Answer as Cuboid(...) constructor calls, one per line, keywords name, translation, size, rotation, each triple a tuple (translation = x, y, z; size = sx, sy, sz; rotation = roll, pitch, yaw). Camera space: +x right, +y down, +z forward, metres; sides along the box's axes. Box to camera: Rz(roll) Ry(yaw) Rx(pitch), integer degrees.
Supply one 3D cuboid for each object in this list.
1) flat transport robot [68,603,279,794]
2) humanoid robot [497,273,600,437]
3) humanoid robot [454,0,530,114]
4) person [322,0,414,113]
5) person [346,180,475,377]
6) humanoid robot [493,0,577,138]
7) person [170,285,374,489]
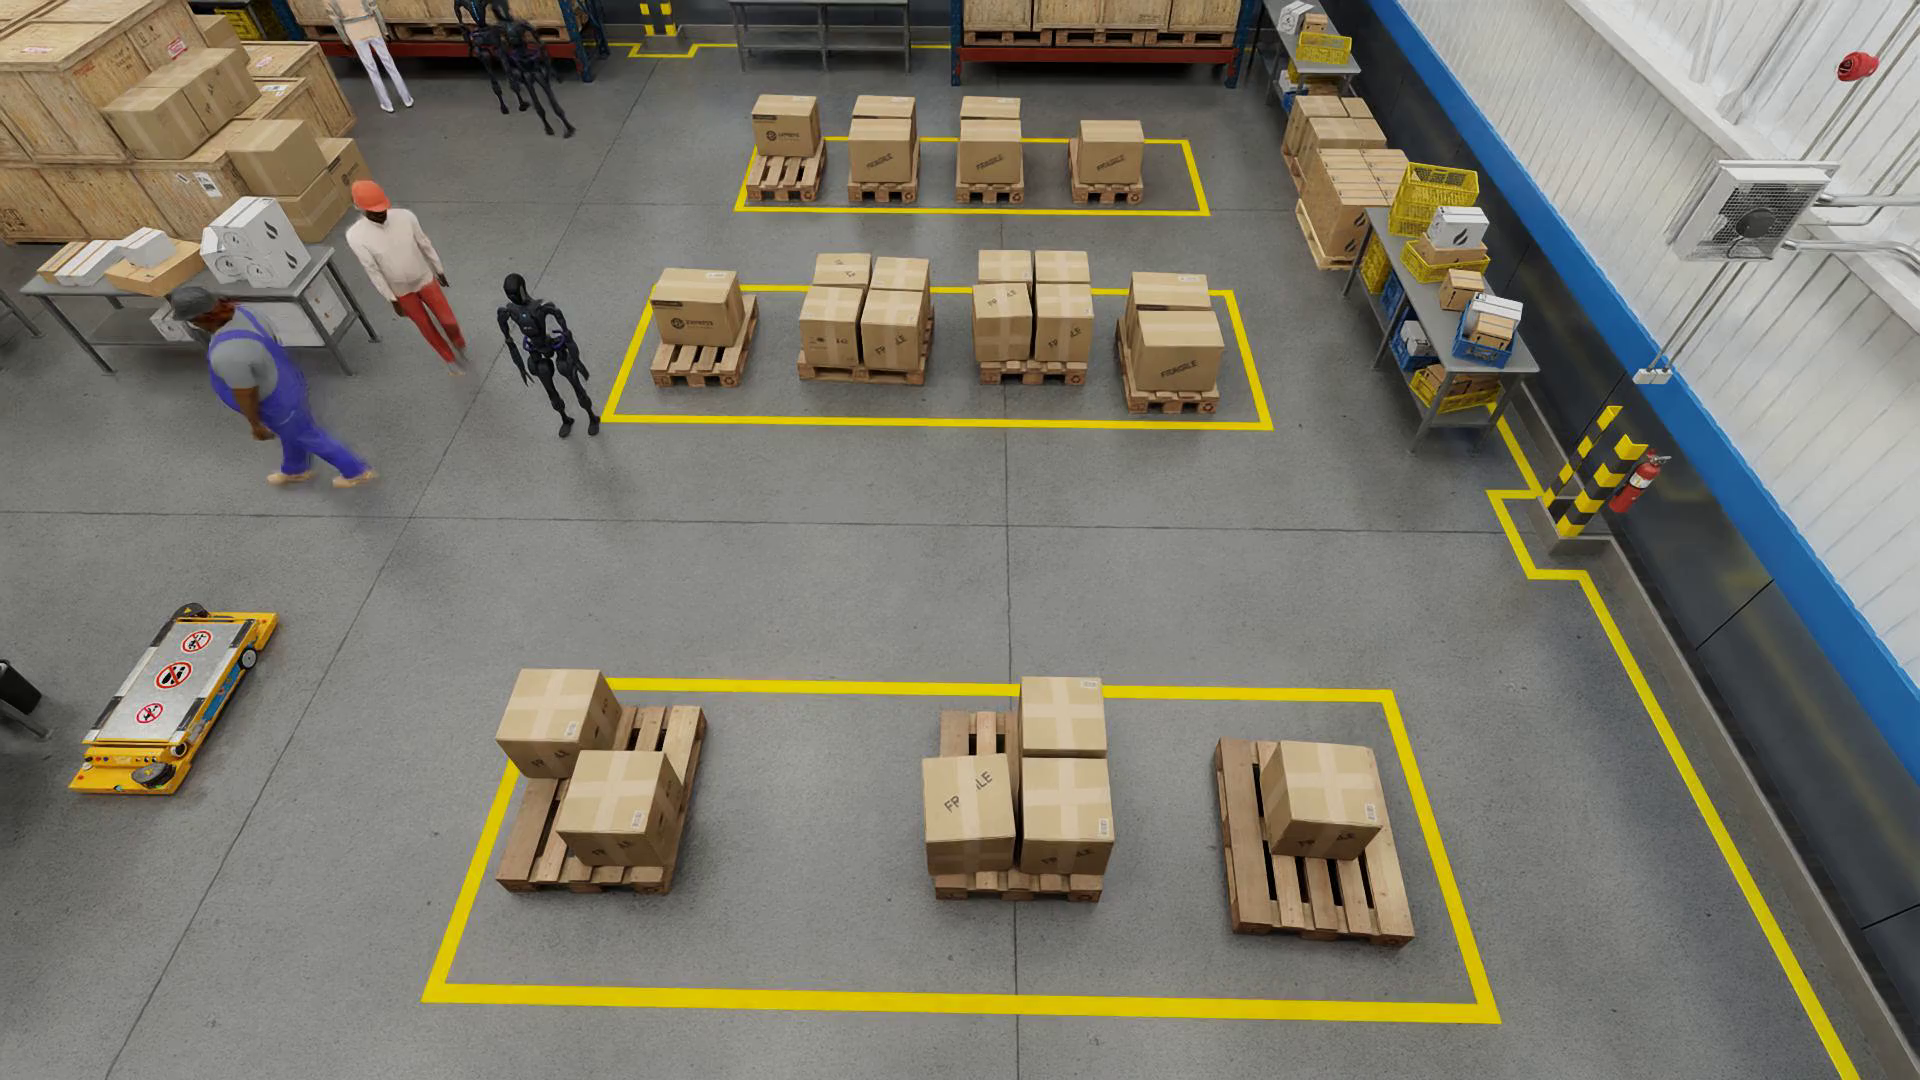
Cuboid(name="flat transport robot", translation=(-5.504, 1.072, 6.442), size=(0.652, 0.197, 1.431), rotation=(1, 50, 1))
Cuboid(name="humanoid robot", translation=(-3.464, -1.524, 7.733), size=(0.562, 1.650, 0.357), rotation=(-7, 50, -6))
Cuboid(name="humanoid robot", translation=(-6.098, -6.423, 11.872), size=(0.608, 1.653, 0.321), rotation=(-13, 51, -11))
Cuboid(name="person", translation=(-7.683, -6.532, 11.808), size=(0.589, 1.926, 0.364), rotation=(-29, 56, -22))
Cuboid(name="person", translation=(-4.883, -2.283, 8.188), size=(0.601, 1.971, 0.451), rotation=(-32, 57, -24))
Cuboid(name="humanoid robot", translation=(-5.329, -5.853, 11.410), size=(0.680, 1.629, 0.363), rotation=(-2, 50, -2))
Cuboid(name="person", translation=(-5.485, -1.138, 7.171), size=(0.838, 2.000, 0.698), rotation=(-16, 52, -13))
